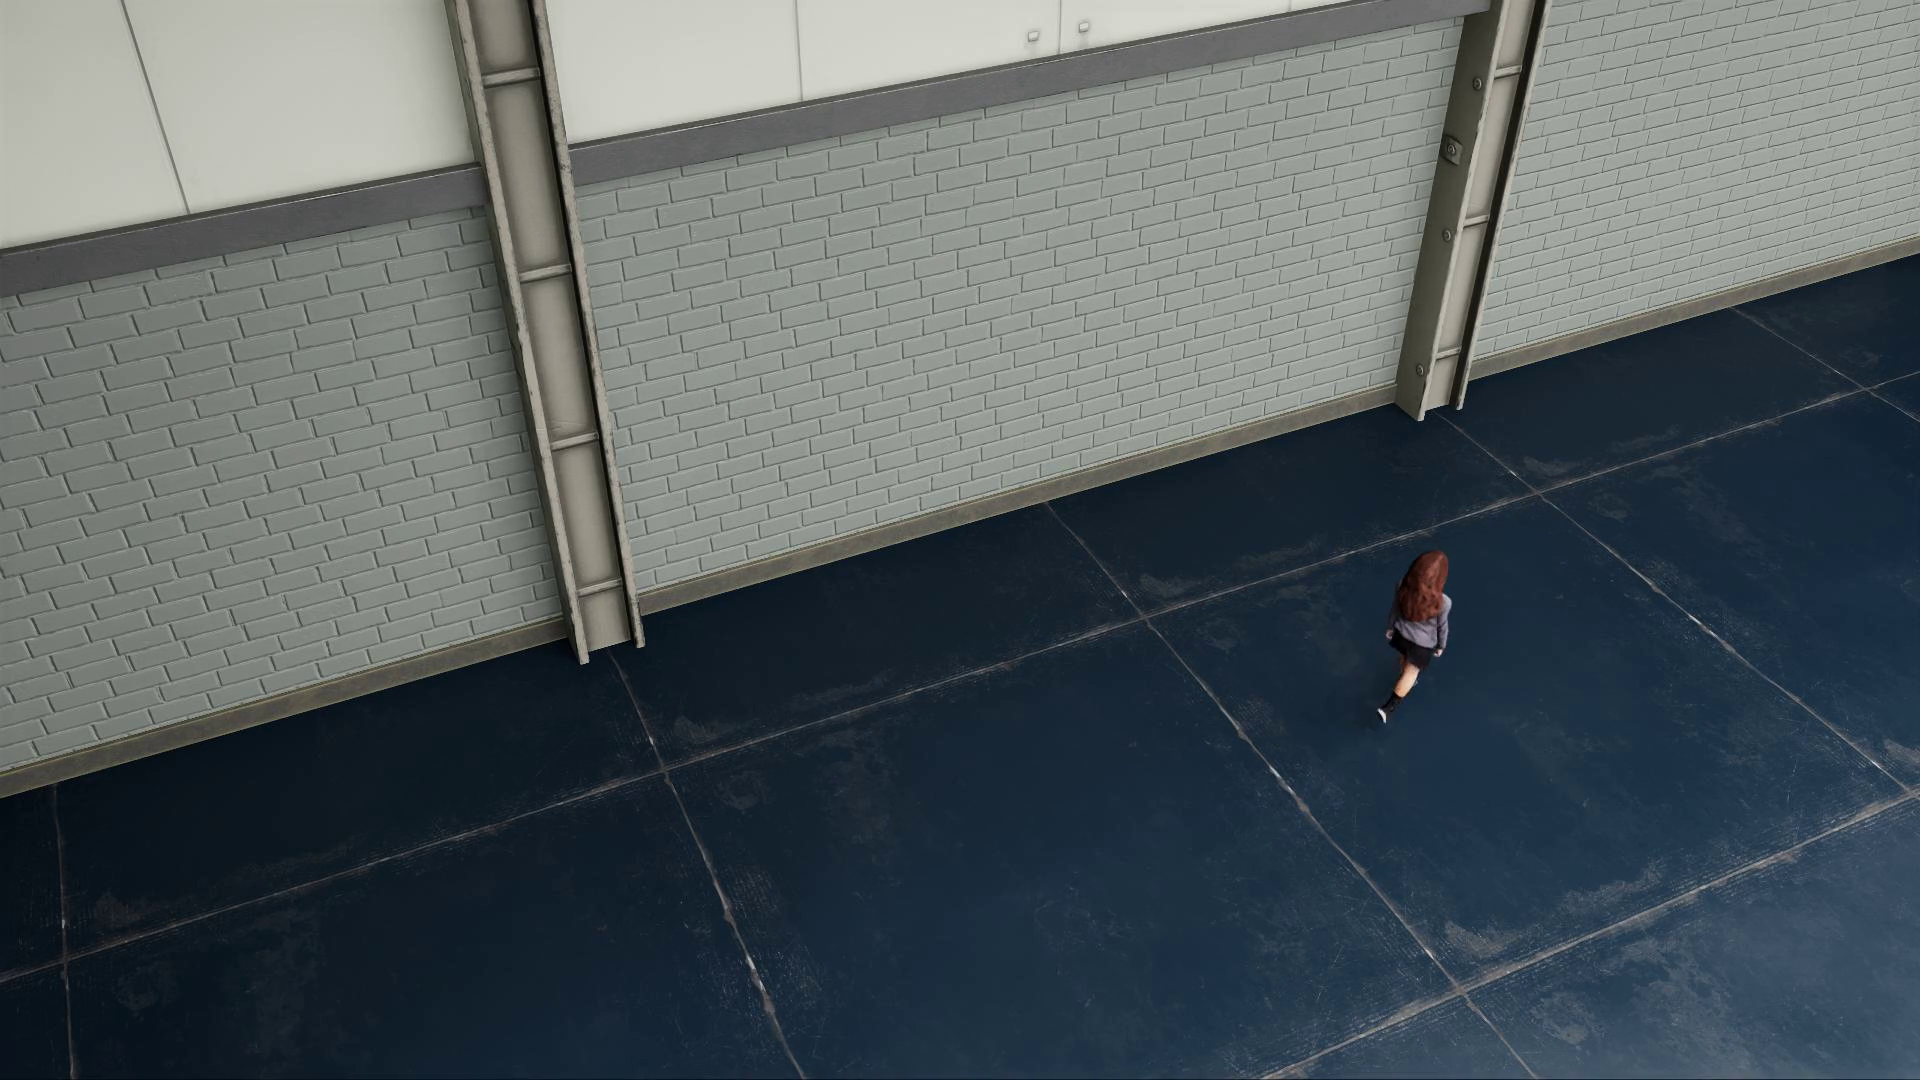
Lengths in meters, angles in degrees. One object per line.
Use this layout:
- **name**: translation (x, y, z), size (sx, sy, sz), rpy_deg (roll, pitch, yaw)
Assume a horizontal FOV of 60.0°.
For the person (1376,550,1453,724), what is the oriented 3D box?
- **person**: translation (2.456, 0.533, 9.061), size (0.667, 1.085, 0.829), rpy_deg (27, 45, 30)
